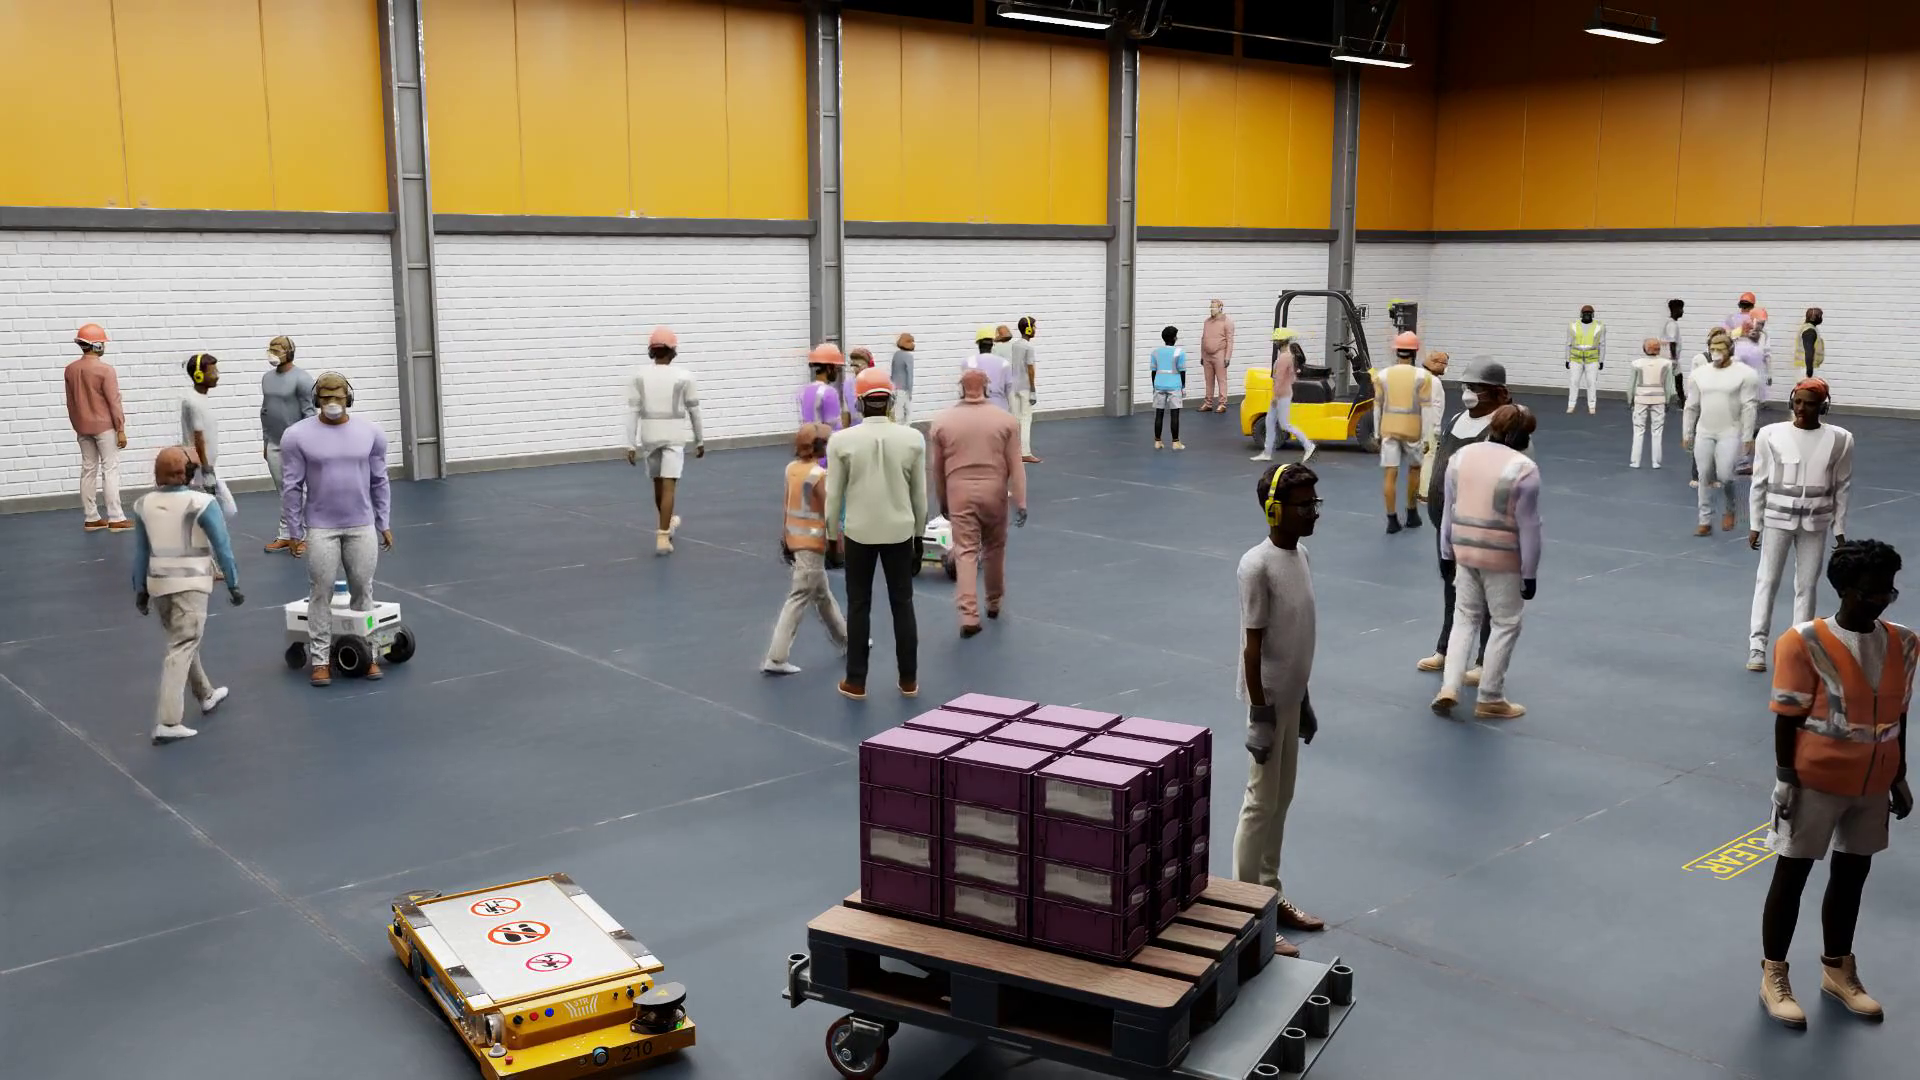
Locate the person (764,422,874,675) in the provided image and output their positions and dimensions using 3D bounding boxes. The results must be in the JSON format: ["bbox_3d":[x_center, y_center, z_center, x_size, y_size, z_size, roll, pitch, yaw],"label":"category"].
[{"bbox_3d":[-0.911,0.041,10.592,0.868,1.581,0.523,-5,11,-29],"label":"person"}]

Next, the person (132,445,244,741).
[{"bbox_3d":[-4.306,0.275,9.258,0.543,1.594,0.840,2,10,11],"label":"person"}]

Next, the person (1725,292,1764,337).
[{"bbox_3d":[12.935,-3.067,27.486,0.609,2.044,0.396,7,12,37],"label":"person"}]

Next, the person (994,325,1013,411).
[{"bbox_3d":[0.680,-2.358,24.585,0.319,1.623,0.504,9,13,43],"label":"person"}]

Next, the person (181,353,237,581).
[{"bbox_3d":[-6.089,-0.577,13.457,0.394,1.858,0.503,-2,10,-12],"label":"person"}]

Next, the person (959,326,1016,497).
[{"bbox_3d":[0.277,-1.363,18.047,0.773,1.875,0.553,-4,10,-21],"label":"person"}]

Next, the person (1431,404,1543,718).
[{"bbox_3d":[2.982,0.129,9.477,0.584,1.809,0.659,-6,11,-32],"label":"person"}]

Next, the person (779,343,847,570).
[{"bbox_3d":[-1.185,-0.670,13.802,0.656,1.923,0.574,-5,11,-27],"label":"person"}]

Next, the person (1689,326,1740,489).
[{"bbox_3d":[8.541,-1.495,18.867,0.515,1.843,0.326,4,10,20],"label":"person"}]

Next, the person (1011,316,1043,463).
[{"bbox_3d":[0.829,-1.920,21.282,0.331,1.872,0.513,-5,11,-27],"label":"person"}]

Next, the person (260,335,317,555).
[{"bbox_3d":[-5.956,-0.840,14.757,0.629,1.940,0.372,5,11,26],"label":"person"}]

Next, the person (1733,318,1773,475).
[{"bbox_3d":[9.490,-1.722,20.058,0.455,1.893,0.656,1,10,7],"label":"person"}]

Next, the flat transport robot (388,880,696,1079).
[{"bbox_3d":[-1.523,1.507,5.891,0.652,0.197,1.431,-6,11,-32],"label":"flat transport robot"}]

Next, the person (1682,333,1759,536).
[{"bbox_3d":[7.118,-0.983,15.639,0.644,1.922,0.446,9,13,43],"label":"person"}]

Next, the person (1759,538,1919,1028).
[{"bbox_3d":[3.020,0.825,5.714,0.532,1.697,0.319,-2,10,-10],"label":"person"}]

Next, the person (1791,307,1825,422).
[{"bbox_3d":[13.366,-2.743,26.184,0.429,1.842,0.632,4,10,21],"label":"person"}]

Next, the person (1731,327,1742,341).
[{"bbox_3d":[10.029,-1.896,21.537,0.534,1.740,0.811,5,11,25],"label":"person"}]

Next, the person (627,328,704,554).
[{"bbox_3d":[-2.647,-0.904,14.982,0.621,1.974,1.111,1,10,5],"label":"person"}]

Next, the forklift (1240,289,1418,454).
[{"bbox_3d":[5.034,-2.339,22.783,2.313,2.155,1.214,3,10,16],"label":"forklift"}]

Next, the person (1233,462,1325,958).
[{"bbox_3d":[1.226,0.633,6.334,0.328,1.872,0.513,6,11,30],"label":"person"}]

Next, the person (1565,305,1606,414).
[{"bbox_3d":[10.457,-3.017,27.848,0.642,1.831,0.431,4,11,24],"label":"person"}]

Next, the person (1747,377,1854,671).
[{"bbox_3d":[5.300,-0.090,10.527,0.575,1.883,0.362,3,10,17],"label":"person"}]

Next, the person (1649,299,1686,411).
[{"bbox_3d":[12.067,-3.143,28.303,1.018,1.920,0.610,4,10,22],"label":"person"}]

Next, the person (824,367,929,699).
[{"bbox_3d":[-0.500,-0.043,9.992,0.631,1.981,0.434,-2,10,-13],"label":"person"}]

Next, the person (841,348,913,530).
[{"bbox_3d":[-0.809,-0.864,15.353,0.765,1.796,0.529,5,11,29],"label":"person"}]

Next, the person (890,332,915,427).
[{"bbox_3d":[-0.884,-2.061,22.920,0.769,1.601,0.515,-5,11,-28],"label":"person"}]

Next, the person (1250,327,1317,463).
[{"bbox_3d":[4.162,-1.849,21.252,0.771,1.738,0.524,1,10,6],"label":"person"}]

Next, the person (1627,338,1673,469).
[{"bbox_3d":[8.543,-1.691,20.637,0.516,1.631,0.333,3,10,19],"label":"person"}]

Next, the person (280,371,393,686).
[{"bbox_3d":[-3.834,-0.075,10.278,0.635,1.936,0.353,-5,11,-29],"label":"person"}]

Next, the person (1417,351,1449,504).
[{"bbox_3d":[5.052,-1.206,17.791,0.285,1.633,0.498,1,10,5],"label":"person"}]

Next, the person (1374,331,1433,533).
[{"bbox_3d":[4.279,-1.042,16.004,0.567,1.911,0.787,5,11,27],"label":"person"}]

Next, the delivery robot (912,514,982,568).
[{"bbox_3d":[-0.101,-0.030,13.787,0.477,0.478,0.707,5,11,28],"label":"delivery robot"}]

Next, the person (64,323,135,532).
[{"bbox_3d":[-8.244,-1.068,15.925,0.612,1.995,0.377,3,10,18],"label":"person"}]

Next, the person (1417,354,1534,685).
[{"bbox_3d":[3.162,-0.133,10.318,0.538,2.000,0.684,-4,11,-24],"label":"person"}]

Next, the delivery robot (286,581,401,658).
[{"bbox_3d":[-3.946,0.508,10.637,0.707,0.478,0.477,3,10,20],"label":"delivery robot"}]

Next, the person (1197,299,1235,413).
[{"bbox_3d":[4.301,-3.096,28.056,0.407,1.910,0.638,-9,13,-41],"label":"person"}]

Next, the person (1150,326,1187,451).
[{"bbox_3d":[2.835,-2.056,22.594,0.530,1.693,0.321,6,11,31],"label":"person"}]

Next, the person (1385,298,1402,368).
[{"bbox_3d":[7.739,-3.296,29.237,0.738,1.904,0.595,-1,10,-9],"label":"person"}]

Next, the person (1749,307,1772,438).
[{"bbox_3d":[11.567,-2.424,24.184,0.551,1.887,0.963,-2,10,-13],"label":"person"}]

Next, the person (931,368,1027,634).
[{"bbox_3d":[0.132,-0.288,11.794,0.676,1.847,0.932,0,10,2],"label":"person"}]
